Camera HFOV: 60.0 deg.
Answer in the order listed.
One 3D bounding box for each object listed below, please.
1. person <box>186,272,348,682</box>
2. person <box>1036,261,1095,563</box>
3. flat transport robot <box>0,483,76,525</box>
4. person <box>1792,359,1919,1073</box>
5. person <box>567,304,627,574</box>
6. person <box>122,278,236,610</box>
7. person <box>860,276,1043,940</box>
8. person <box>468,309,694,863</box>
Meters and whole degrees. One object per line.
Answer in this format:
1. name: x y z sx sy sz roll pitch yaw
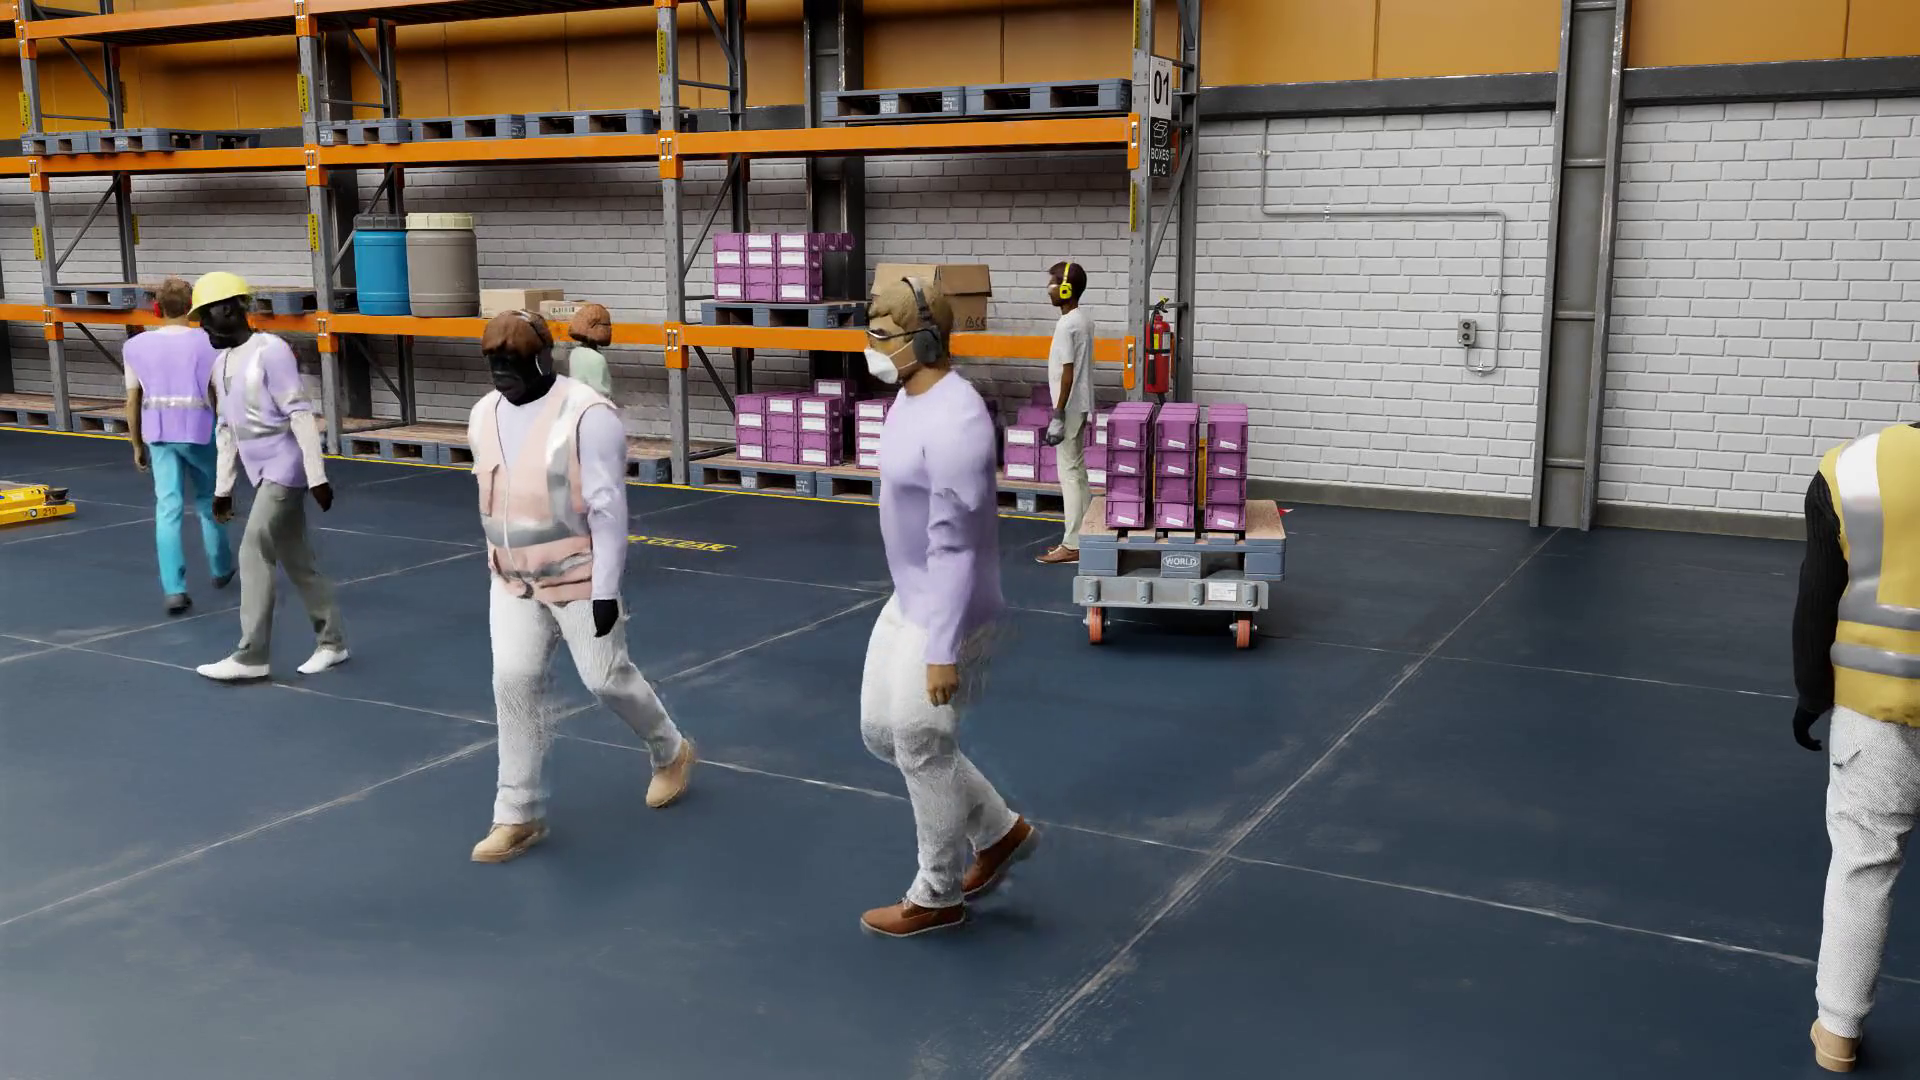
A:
1. person: -3.217 -0.280 7.602 0.770 1.863 0.670 -8 13 -39
2. person: 0.665 -0.787 10.354 0.329 1.874 0.508 4 11 19
3. flat transport robot: -7.163 -0.289 12.012 1.431 0.197 0.652 5 11 26
4. person: 2.319 0.397 3.948 0.634 1.839 0.429 7 12 33
5. person: -2.197 -0.598 9.995 0.279 1.629 0.509 -5 11 -25
6. person: -4.307 -0.542 9.233 0.583 1.789 1.028 -2 11 -11
7. person: -0.049 0.224 4.679 0.481 1.918 0.659 -2 11 -13
8. person: -1.311 0.118 5.630 0.657 1.809 0.876 5 11 25
